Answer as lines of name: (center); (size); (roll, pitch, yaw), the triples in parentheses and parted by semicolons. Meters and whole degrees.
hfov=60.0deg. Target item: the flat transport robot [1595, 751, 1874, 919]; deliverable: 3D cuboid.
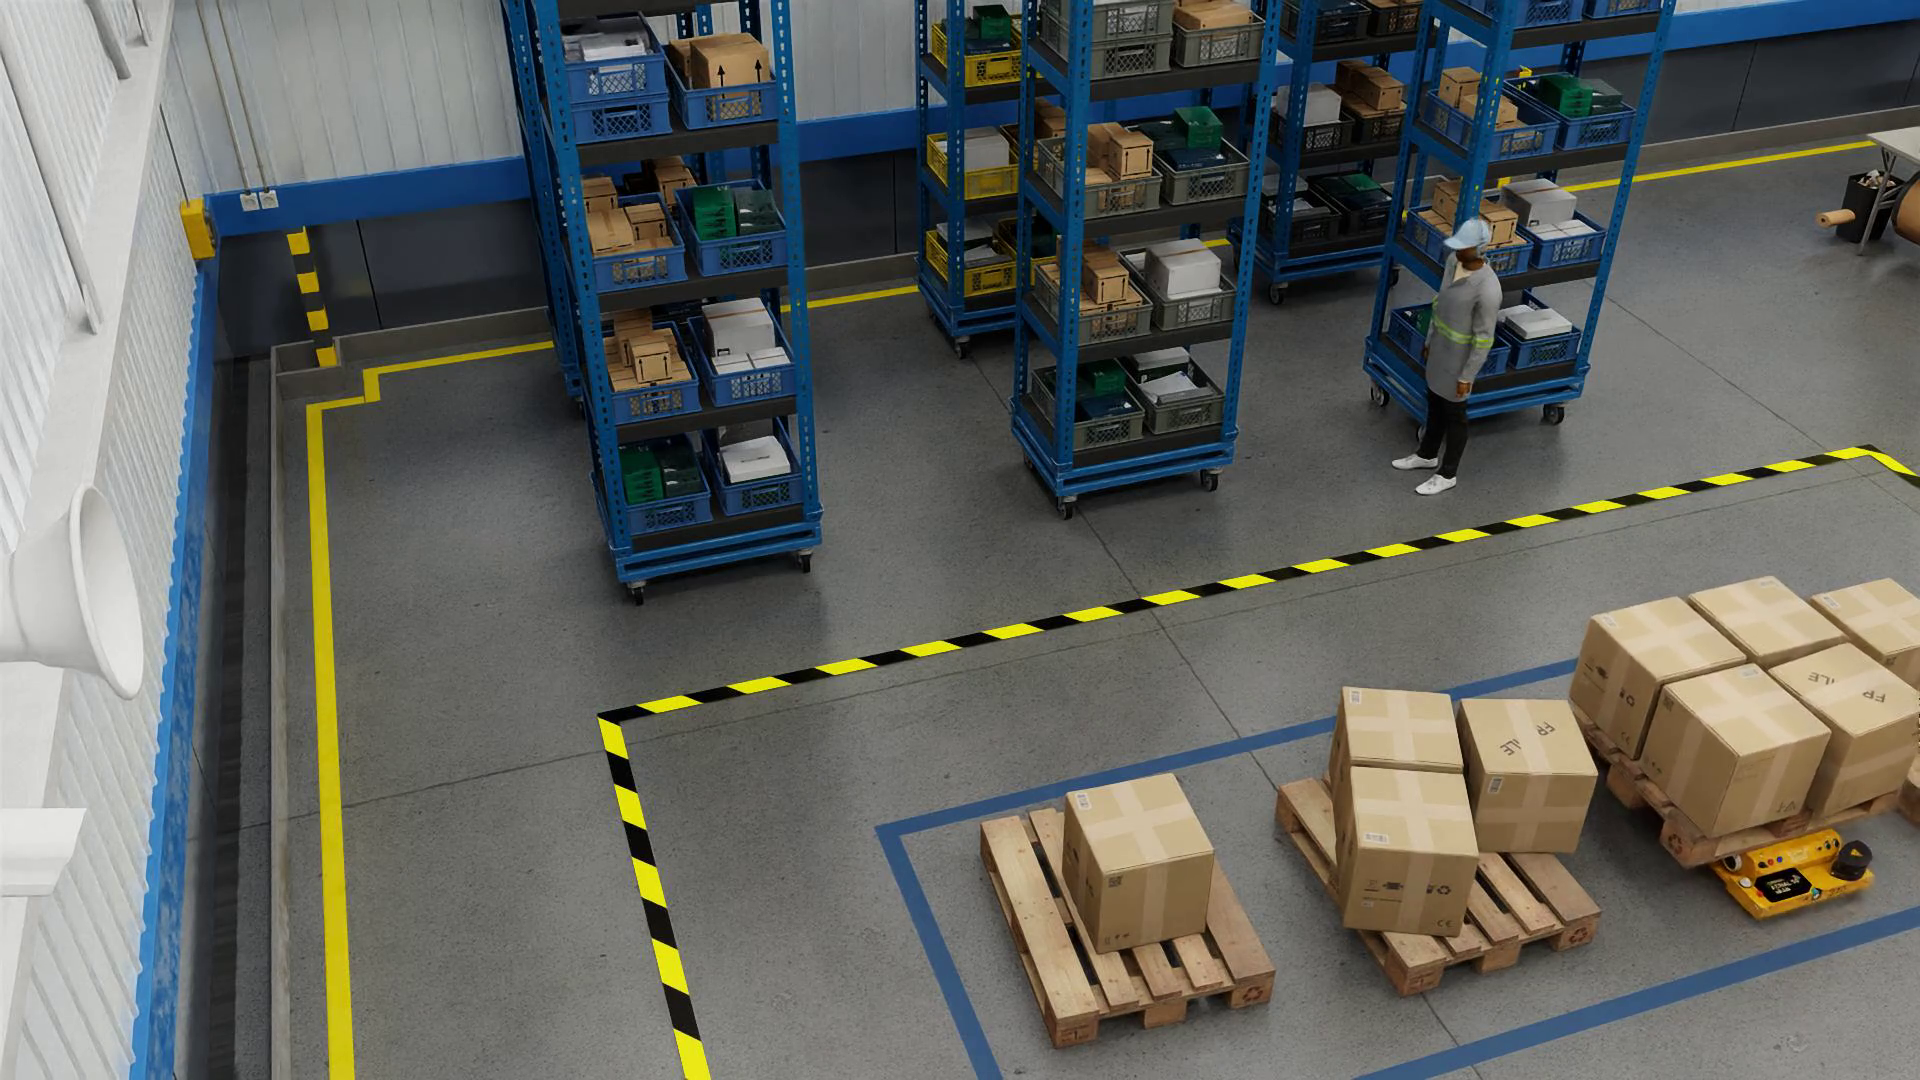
flat transport robot: (3.766, 1.235, 8.280); (0.652, 0.197, 1.431); (-11, 37, -15)

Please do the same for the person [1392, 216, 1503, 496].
person: (3.036, -1.143, 10.302); (0.376, 1.853, 0.589); (-8, 36, -11)
